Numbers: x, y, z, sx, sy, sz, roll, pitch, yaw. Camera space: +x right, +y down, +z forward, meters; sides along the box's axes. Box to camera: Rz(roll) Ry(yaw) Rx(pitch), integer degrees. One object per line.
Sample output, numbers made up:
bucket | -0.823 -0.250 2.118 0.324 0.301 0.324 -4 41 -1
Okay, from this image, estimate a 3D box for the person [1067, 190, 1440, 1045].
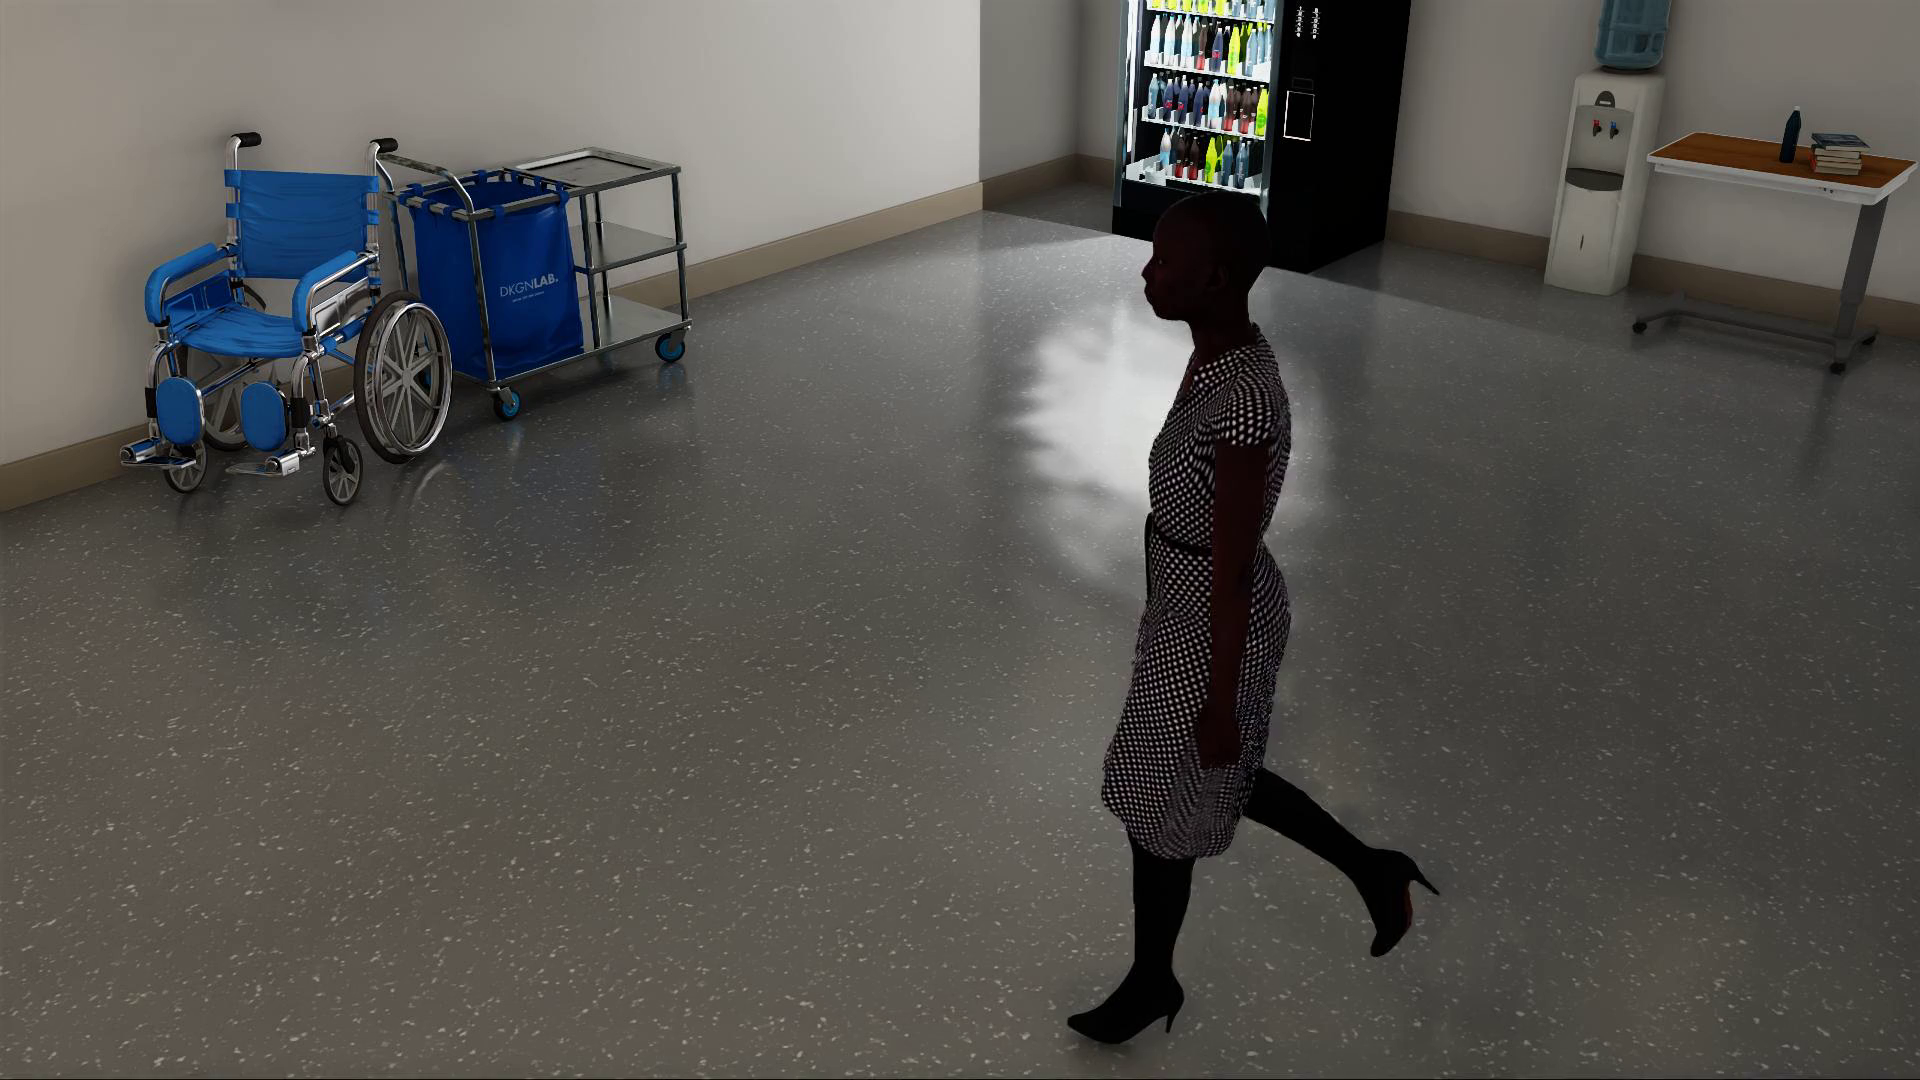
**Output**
person | 0.561 0.239 3.126 1.075 1.769 0.973 0 26 1
